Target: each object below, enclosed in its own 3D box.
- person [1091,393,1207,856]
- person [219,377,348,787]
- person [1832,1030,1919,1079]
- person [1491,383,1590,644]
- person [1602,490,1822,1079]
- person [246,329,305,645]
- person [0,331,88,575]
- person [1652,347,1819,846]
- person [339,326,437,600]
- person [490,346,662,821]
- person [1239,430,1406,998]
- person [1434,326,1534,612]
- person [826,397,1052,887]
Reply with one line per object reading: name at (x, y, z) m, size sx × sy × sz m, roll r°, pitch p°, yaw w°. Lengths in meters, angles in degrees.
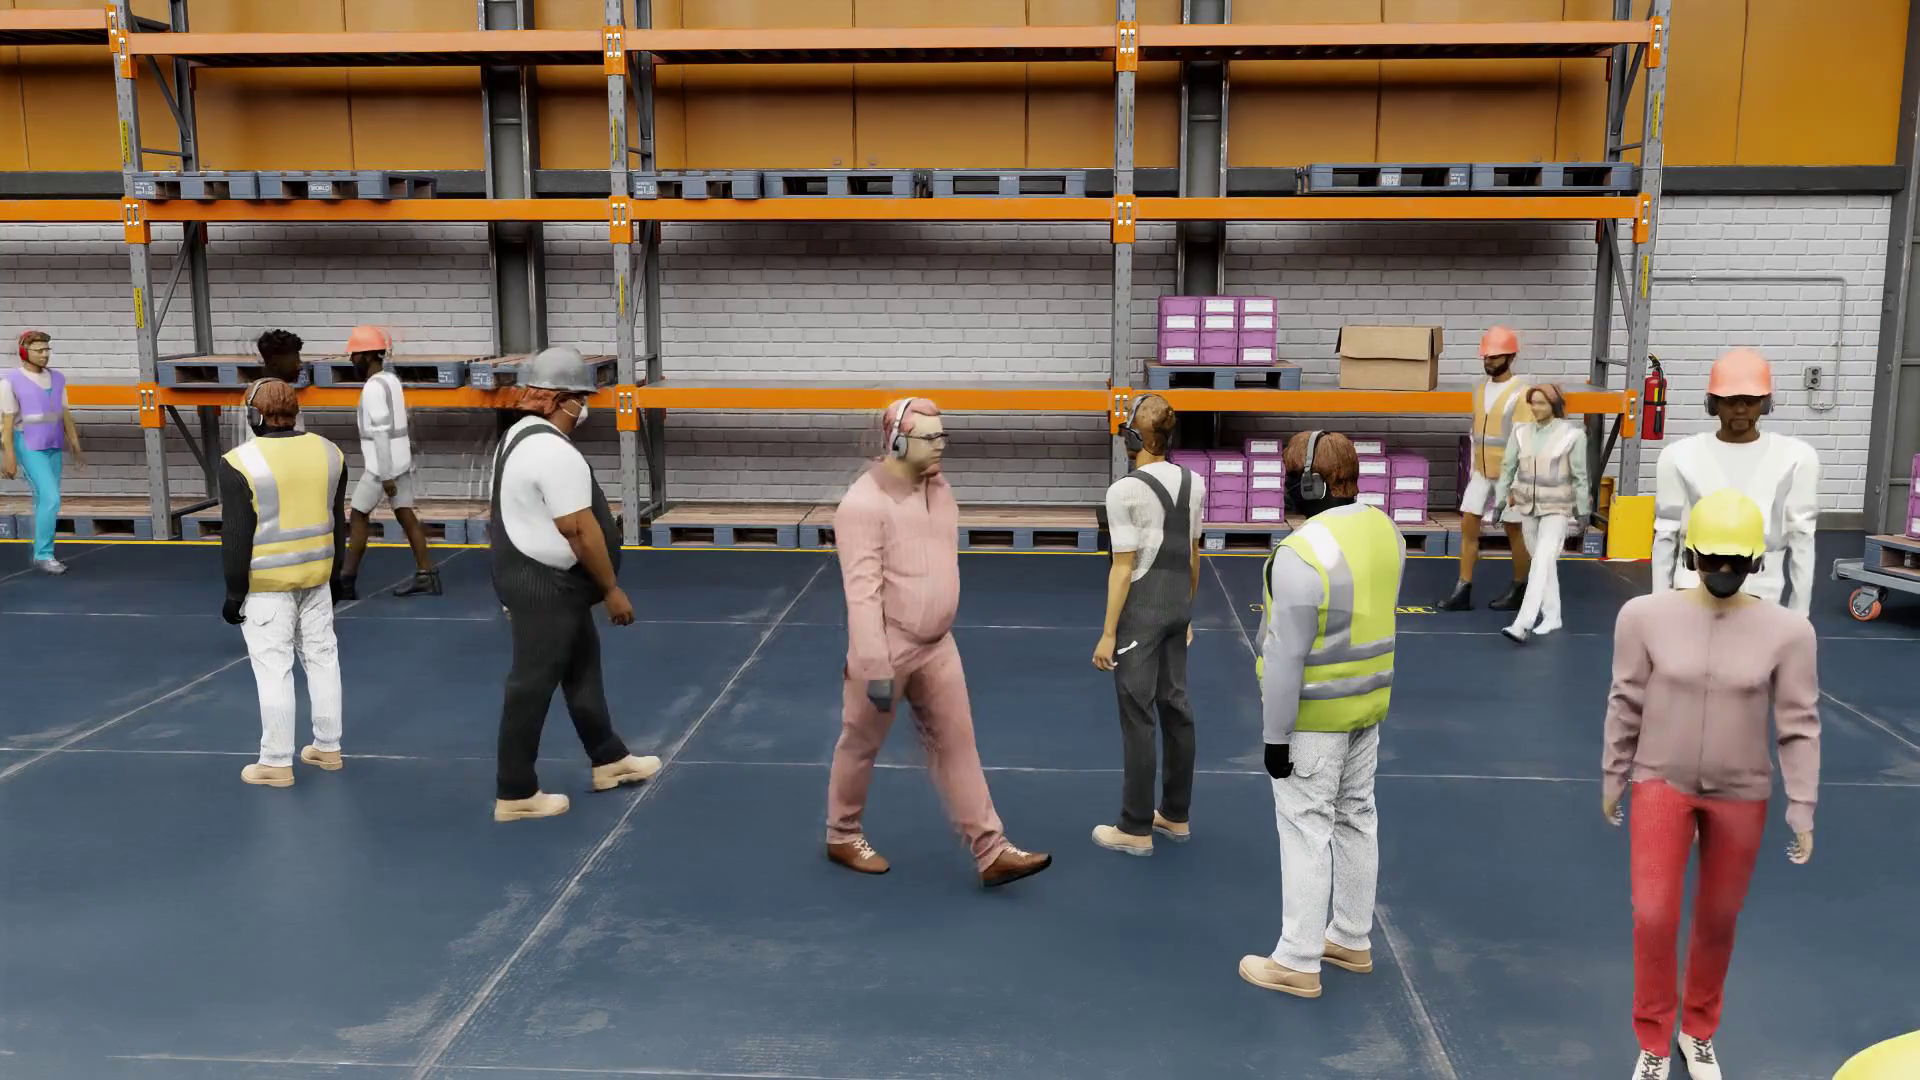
person at (0.747, 0.336, 6.640) m, size 0.504 × 1.847 × 0.344 m, roll -8°, pitch 13°, yaw -39°
person at (-3.067, 0.186, 7.533) m, size 0.429 × 1.842 × 0.633 m, roll 6°, pitch 11°, yaw 30°
person at (0.730, 1.249, 1.374) m, size 0.631 × 1.814 × 0.438 m, roll 2°, pitch 10°, yaw 12°
person at (3.536, -0.162, 10.254) m, size 0.834 × 1.593 × 0.548 m, roll -7°, pitch 12°, yaw -37°
person at (2.081, 0.727, 4.630) m, size 0.548 × 1.738 × 0.623 m, roll 3°, pitch 10°, yaw 19°
person at (-4.025, -0.298, 10.076) m, size 0.584 × 1.947 × 0.608 m, roll -2°, pitch 10°, yaw -14°
person at (-6.836, -0.649, 12.481) m, size 0.576 × 1.827 × 0.566 m, roll 2°, pitch 10°, yaw 10°
person at (3.198, 0.202, 6.930) m, size 0.618 × 2.022 × 0.867 m, roll 3°, pitch 10°, yaw 19°
person at (-4.106, -0.524, 11.526) m, size 0.917 × 1.896 × 0.555 m, roll 0°, pitch 10°, yaw 1°
person at (-1.625, 0.159, 7.110) m, size 0.909 × 2.000 × 0.684 m, roll -4°, pitch 11°, yaw -24°
person at (1.166, 0.559, 5.387) m, size 0.624 × 1.837 × 0.429 m, roll -9°, pitch 13°, yaw -44°
person at (3.503, -0.445, 11.005) m, size 0.823 × 1.912 × 0.591 m, roll -5°, pitch 11°, yaw -28°
person at (-0.143, 0.403, 6.201) m, size 0.992 × 1.854 × 0.672 m, roll 7°, pitch 12°, yaw 36°
